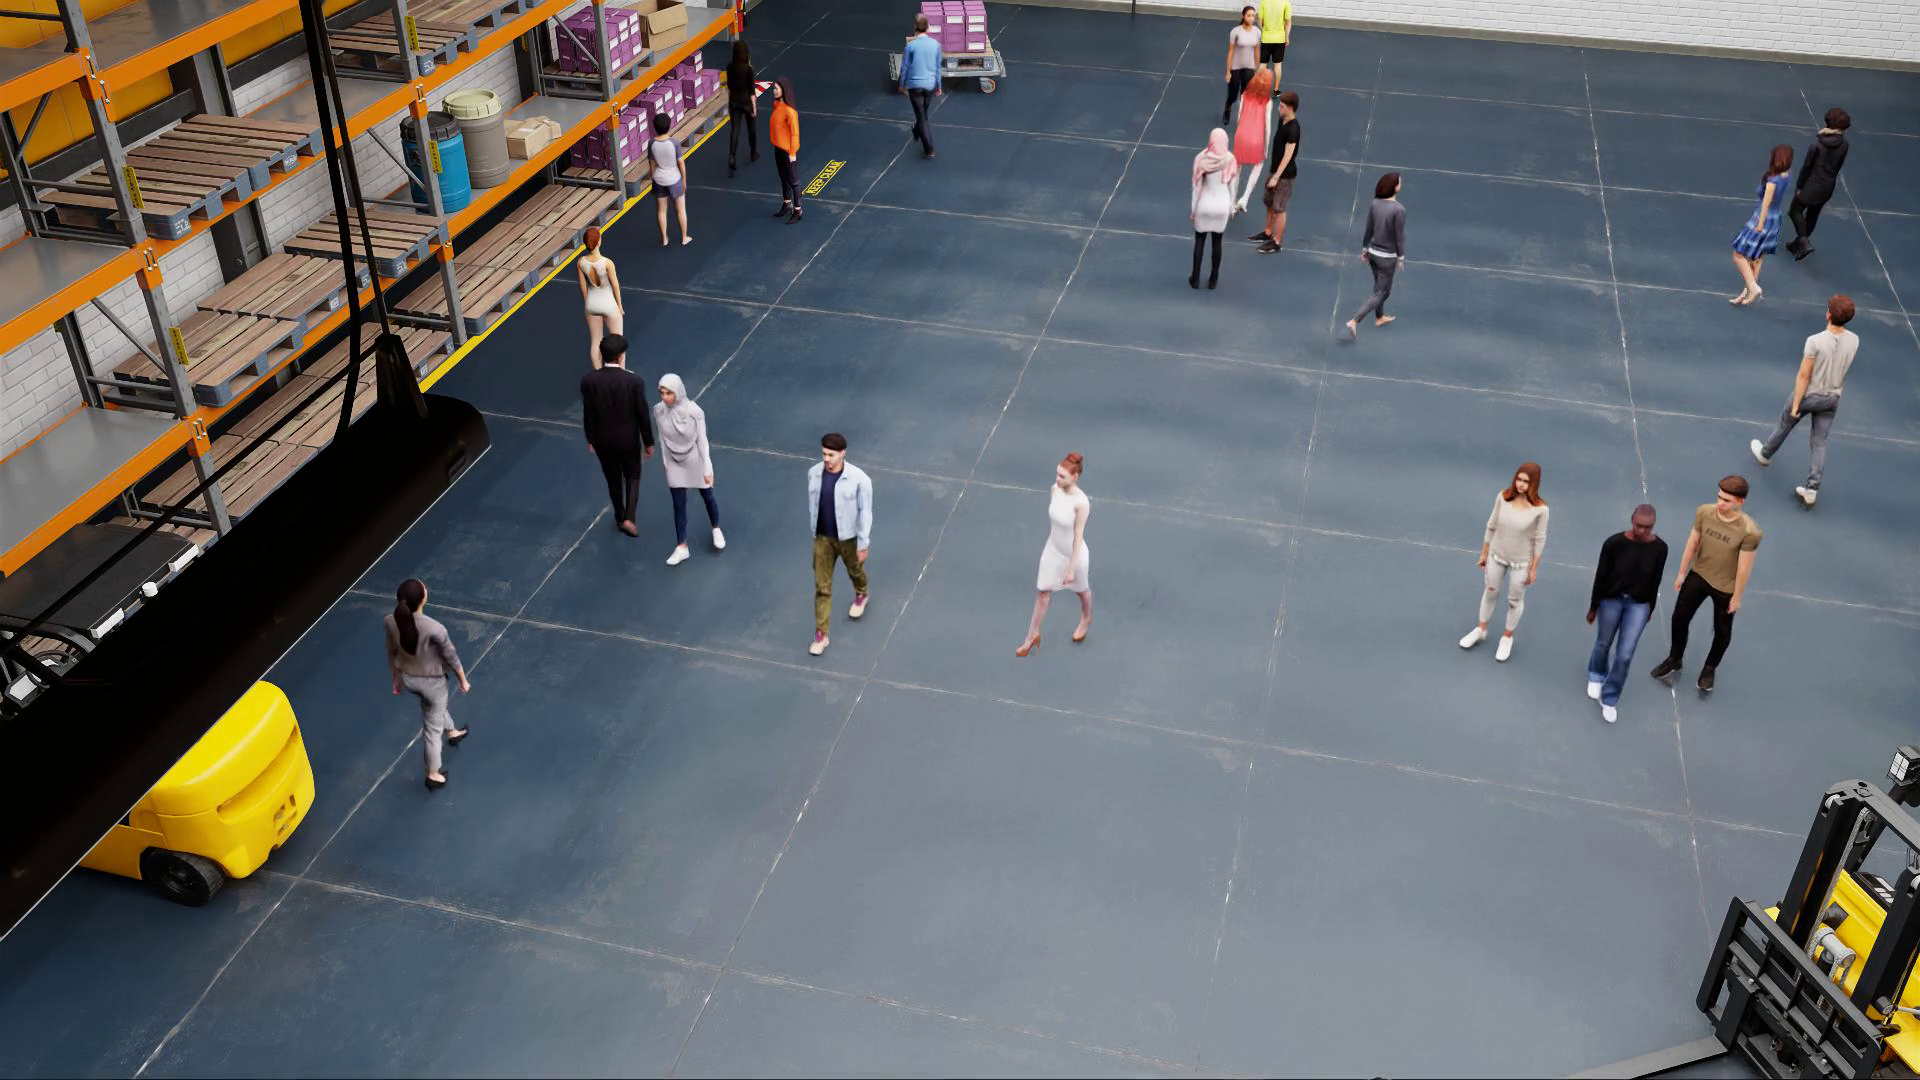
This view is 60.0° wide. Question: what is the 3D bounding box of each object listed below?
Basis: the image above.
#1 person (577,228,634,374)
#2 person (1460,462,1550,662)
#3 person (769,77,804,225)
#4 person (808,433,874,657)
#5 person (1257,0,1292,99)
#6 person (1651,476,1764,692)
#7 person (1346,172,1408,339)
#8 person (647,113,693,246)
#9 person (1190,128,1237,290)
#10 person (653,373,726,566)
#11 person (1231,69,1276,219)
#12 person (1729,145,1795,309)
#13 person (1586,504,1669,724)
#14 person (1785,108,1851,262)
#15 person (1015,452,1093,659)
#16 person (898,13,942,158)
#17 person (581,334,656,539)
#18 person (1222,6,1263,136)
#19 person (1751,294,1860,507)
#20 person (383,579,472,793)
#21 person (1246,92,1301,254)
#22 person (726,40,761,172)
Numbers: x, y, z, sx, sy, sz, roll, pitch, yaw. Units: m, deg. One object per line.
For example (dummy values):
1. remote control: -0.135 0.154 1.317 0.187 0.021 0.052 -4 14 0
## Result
1. person: -3.514 -2.288 16.326 0.570 1.644 0.522 4 34 6
2. person: 4.188 0.131 12.626 0.682 1.710 0.671 24 40 31
3. person: -2.061 -4.642 19.773 0.756 1.748 0.705 -19 38 -27
4. person: -0.889 -0.055 12.856 0.743 1.766 1.157 11 35 16
5. person: 4.432 -7.126 23.545 0.610 1.709 0.519 8 34 12
6. person: 5.599 0.296 12.261 0.862 1.840 0.812 -27 42 -34
7. person: 4.320 -2.914 17.176 1.139 1.745 1.035 -22 39 -29
8. person: -3.382 -4.178 19.240 0.608 1.565 0.582 2 34 3
9. person: 2.751 -3.609 18.173 0.678 1.800 0.653 0 34 0
10. person: -2.215 -0.657 13.778 0.615 1.748 0.831 6 34 8
11. person: 3.411 -4.664 19.761 0.629 1.798 0.659 11 35 16
12. person: 8.622 -3.292 17.714 0.892 1.780 0.816 27 42 34
13. person: 4.845 0.423 12.168 0.641 1.731 0.819 10 35 15
14. person: 9.683 -3.961 18.733 0.783 1.766 0.970 -2 34 -2
15. person: 0.903 0.097 12.627 1.038 1.765 0.925 -24 41 -32
16. person: -0.471 -5.861 21.592 1.113 1.765 1.244 -13 36 -19
17. person: -2.864 -0.799 13.889 0.919 1.861 1.055 -5 34 -7
18. person: 3.744 -6.292 22.264 0.802 1.738 0.930 -5 34 -7
19. person: 7.503 -1.182 14.481 0.879 1.844 1.274 0 34 0
20. person: -3.674 1.037 11.318 0.662 1.650 0.906 10 35 15
21. person: 3.727 -4.200 19.011 0.861 1.855 0.753 -5 34 -7
22. person: -2.820 -5.511 21.204 0.605 1.612 1.044 6 34 9
